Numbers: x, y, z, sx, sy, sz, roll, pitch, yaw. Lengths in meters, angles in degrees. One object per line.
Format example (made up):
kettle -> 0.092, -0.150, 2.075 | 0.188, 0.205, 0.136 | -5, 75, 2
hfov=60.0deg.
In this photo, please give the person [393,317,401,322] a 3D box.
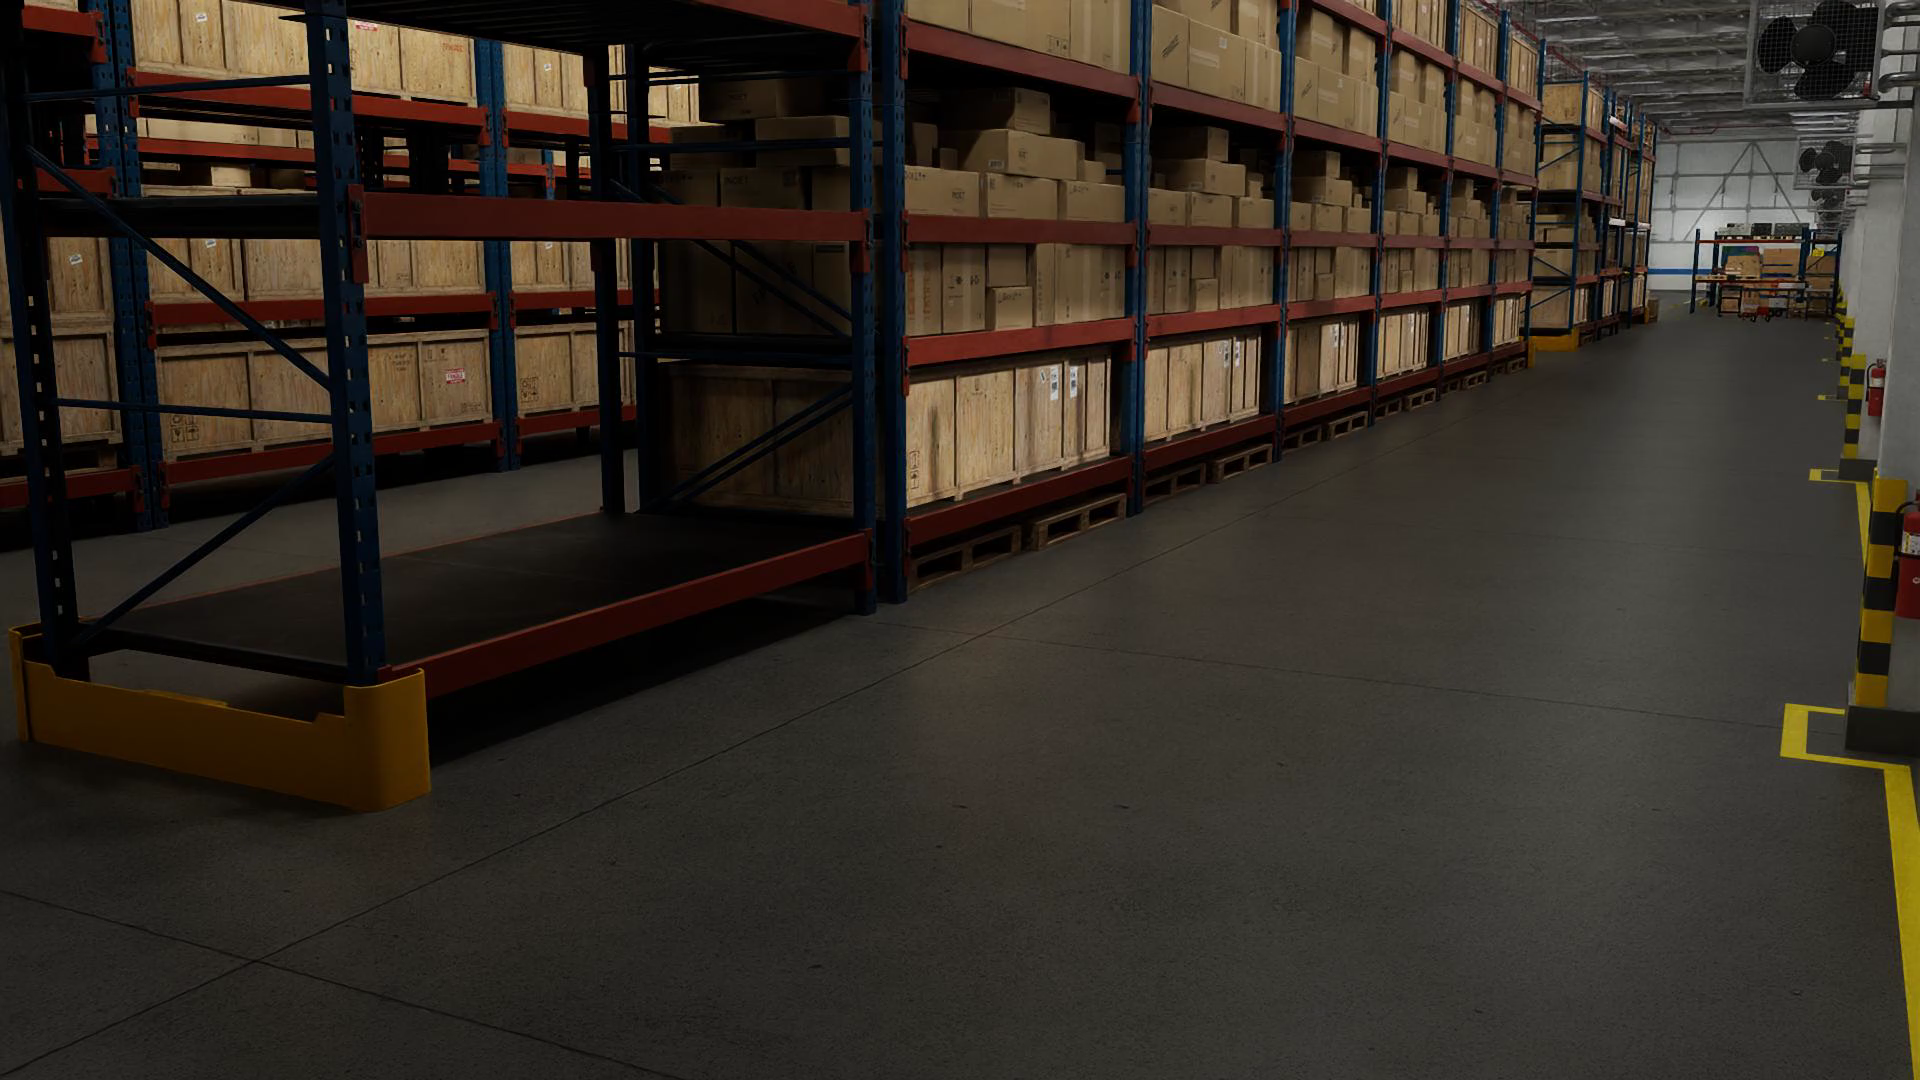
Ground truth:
person -> -10.467, -3.932, 30.693 | 0.310, 1.642, 0.514 | -4, 11, -24
